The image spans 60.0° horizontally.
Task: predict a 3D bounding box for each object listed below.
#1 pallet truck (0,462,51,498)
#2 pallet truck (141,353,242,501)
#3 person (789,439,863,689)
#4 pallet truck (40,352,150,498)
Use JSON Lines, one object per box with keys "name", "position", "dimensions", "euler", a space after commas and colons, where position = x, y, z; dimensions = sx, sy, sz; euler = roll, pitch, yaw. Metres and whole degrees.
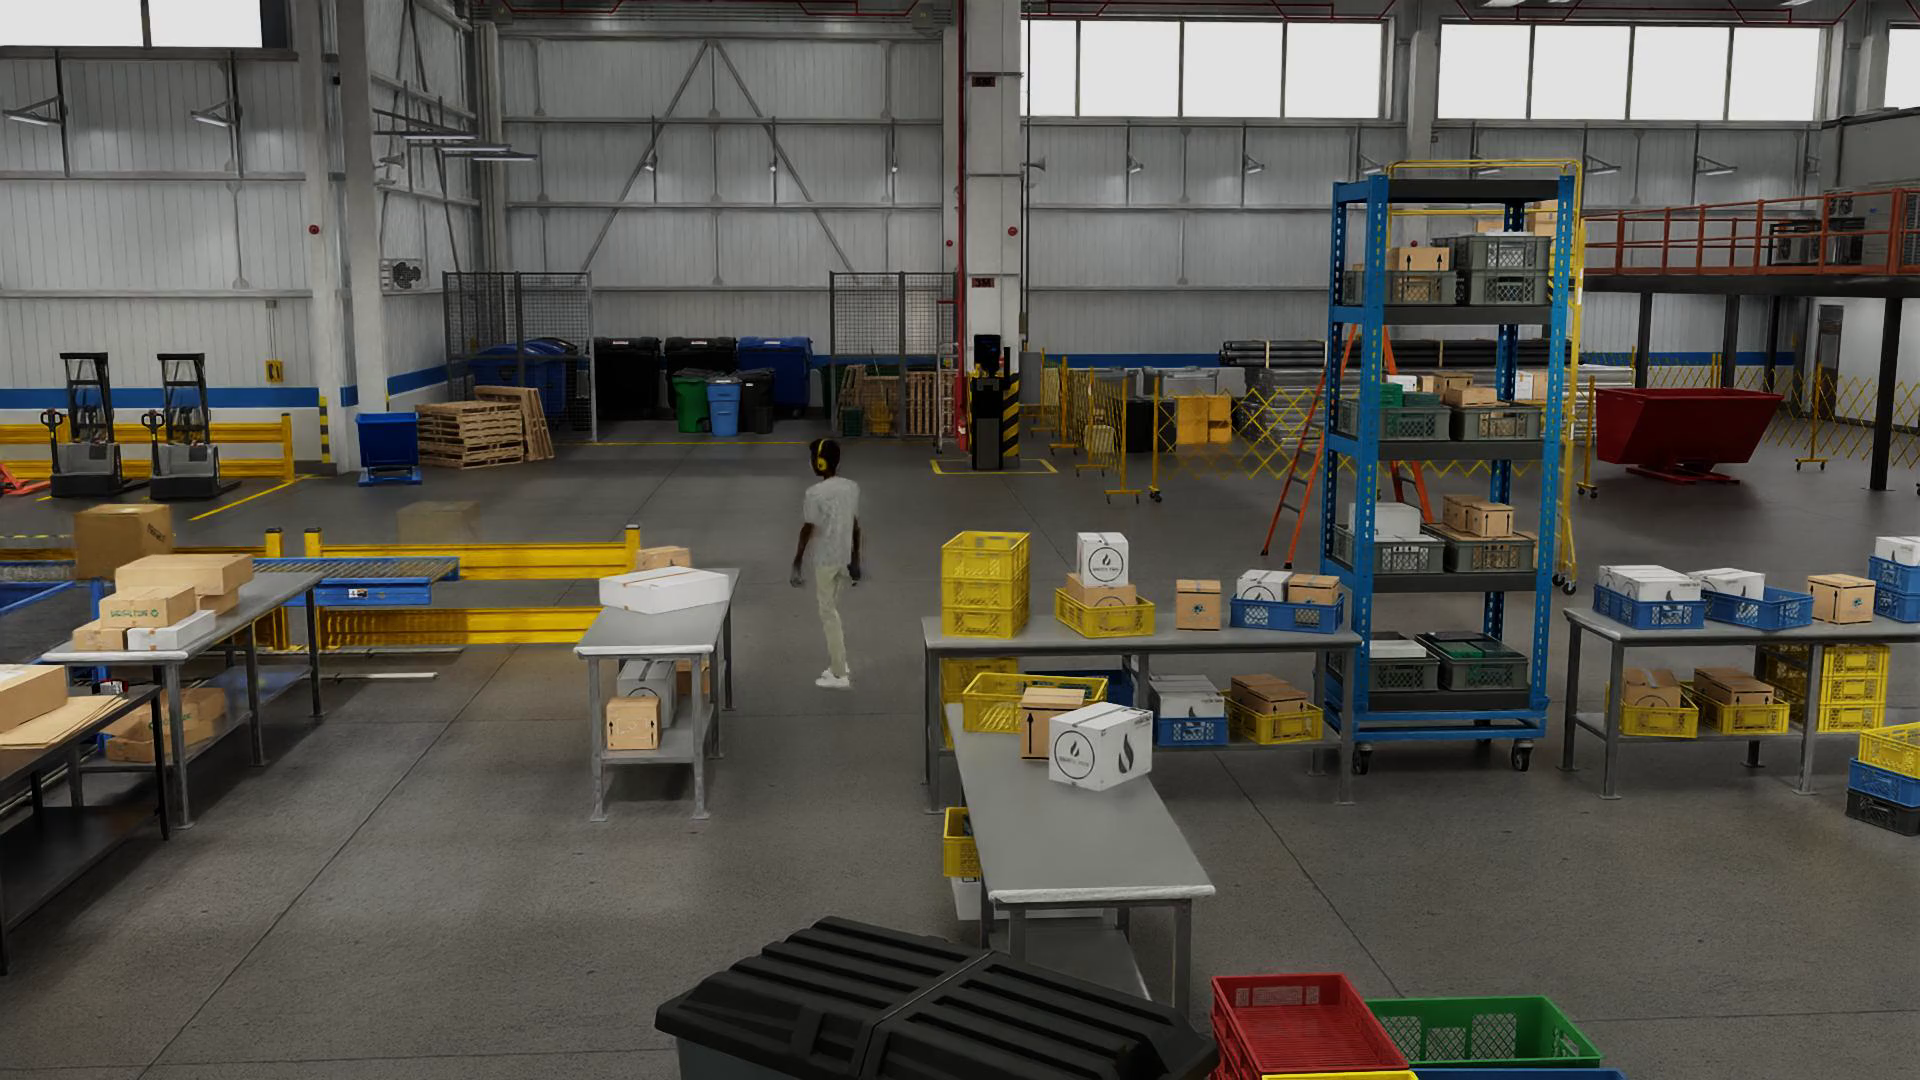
{"name": "pallet truck", "position": [-13.193, -1.293, 23.148], "dimensions": [0.653, 1.274, 1.630], "euler": [-1, 9, -4]}
{"name": "pallet truck", "position": [-10.520, -1.604, 22.925], "dimensions": [0.823, 1.965, 1.885], "euler": [-1, 9, -6]}
{"name": "person", "position": [-1.002, 0.175, 12.202], "dimensions": [0.532, 1.849, 0.530], "euler": [7, 12, 38]}
{"name": "pallet truck", "position": [-11.907, -1.642, 23.165], "dimensions": [0.823, 1.965, 1.885], "euler": [0, 9, 0]}
